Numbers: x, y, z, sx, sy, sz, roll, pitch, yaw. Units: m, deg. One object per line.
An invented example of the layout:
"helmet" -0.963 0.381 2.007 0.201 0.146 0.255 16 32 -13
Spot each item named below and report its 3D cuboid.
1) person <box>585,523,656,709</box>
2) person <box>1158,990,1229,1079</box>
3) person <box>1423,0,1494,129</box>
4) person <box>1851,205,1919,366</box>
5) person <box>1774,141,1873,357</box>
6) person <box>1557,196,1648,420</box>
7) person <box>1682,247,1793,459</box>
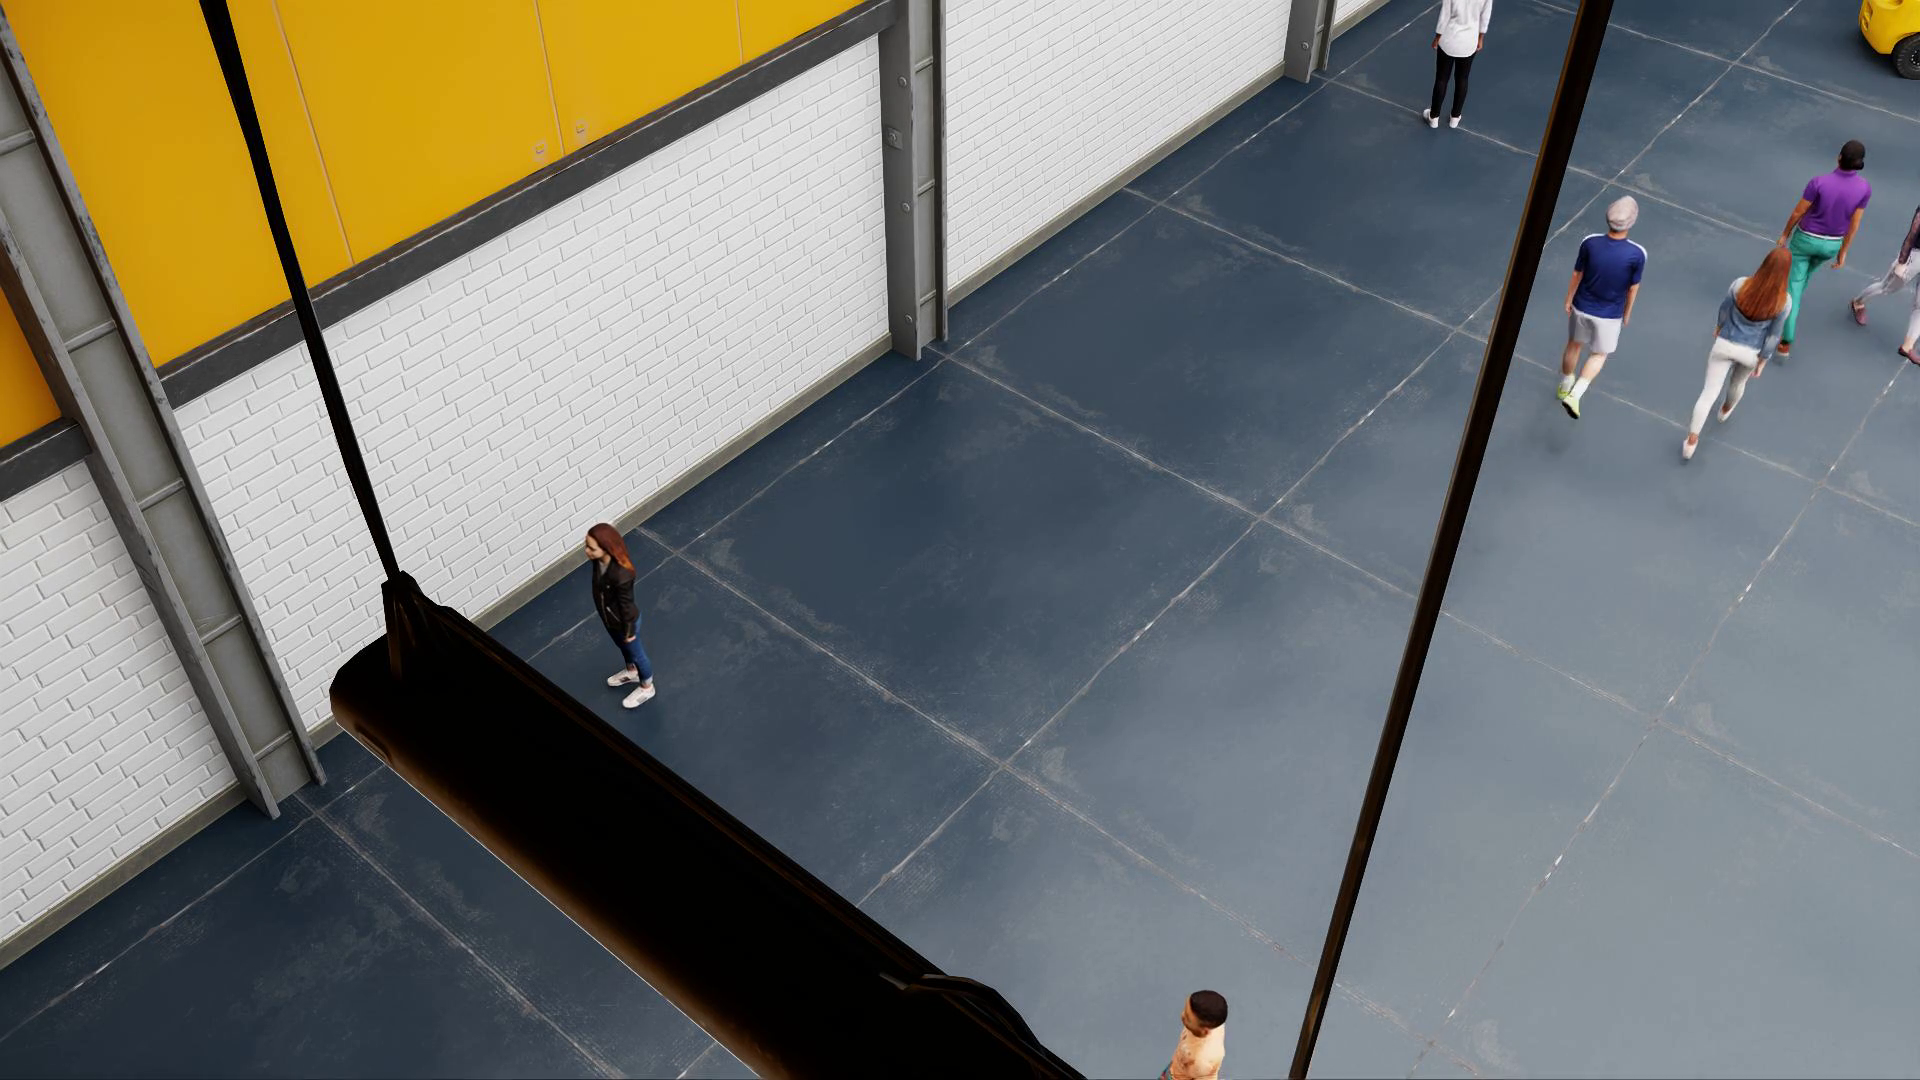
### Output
"person" -2.126 0.450 10.429 0.549 1.481 0.577 -31 52 -28
"person" 1.226 2.660 8.144 0.987 1.433 0.985 1 44 1
"person" 4.702 -4.734 15.632 0.729 1.810 0.765 2 44 2
"person" 7.552 -2.228 13.173 1.085 1.574 1.042 -11 45 -12
"person" 6.750 -2.260 13.099 1.058 1.723 1.283 6 44 6
"person" 4.753 -1.694 12.433 0.714 1.821 0.975 23 48 23
"person" 5.654 -1.326 12.165 0.759 1.658 1.154 21 48 21
